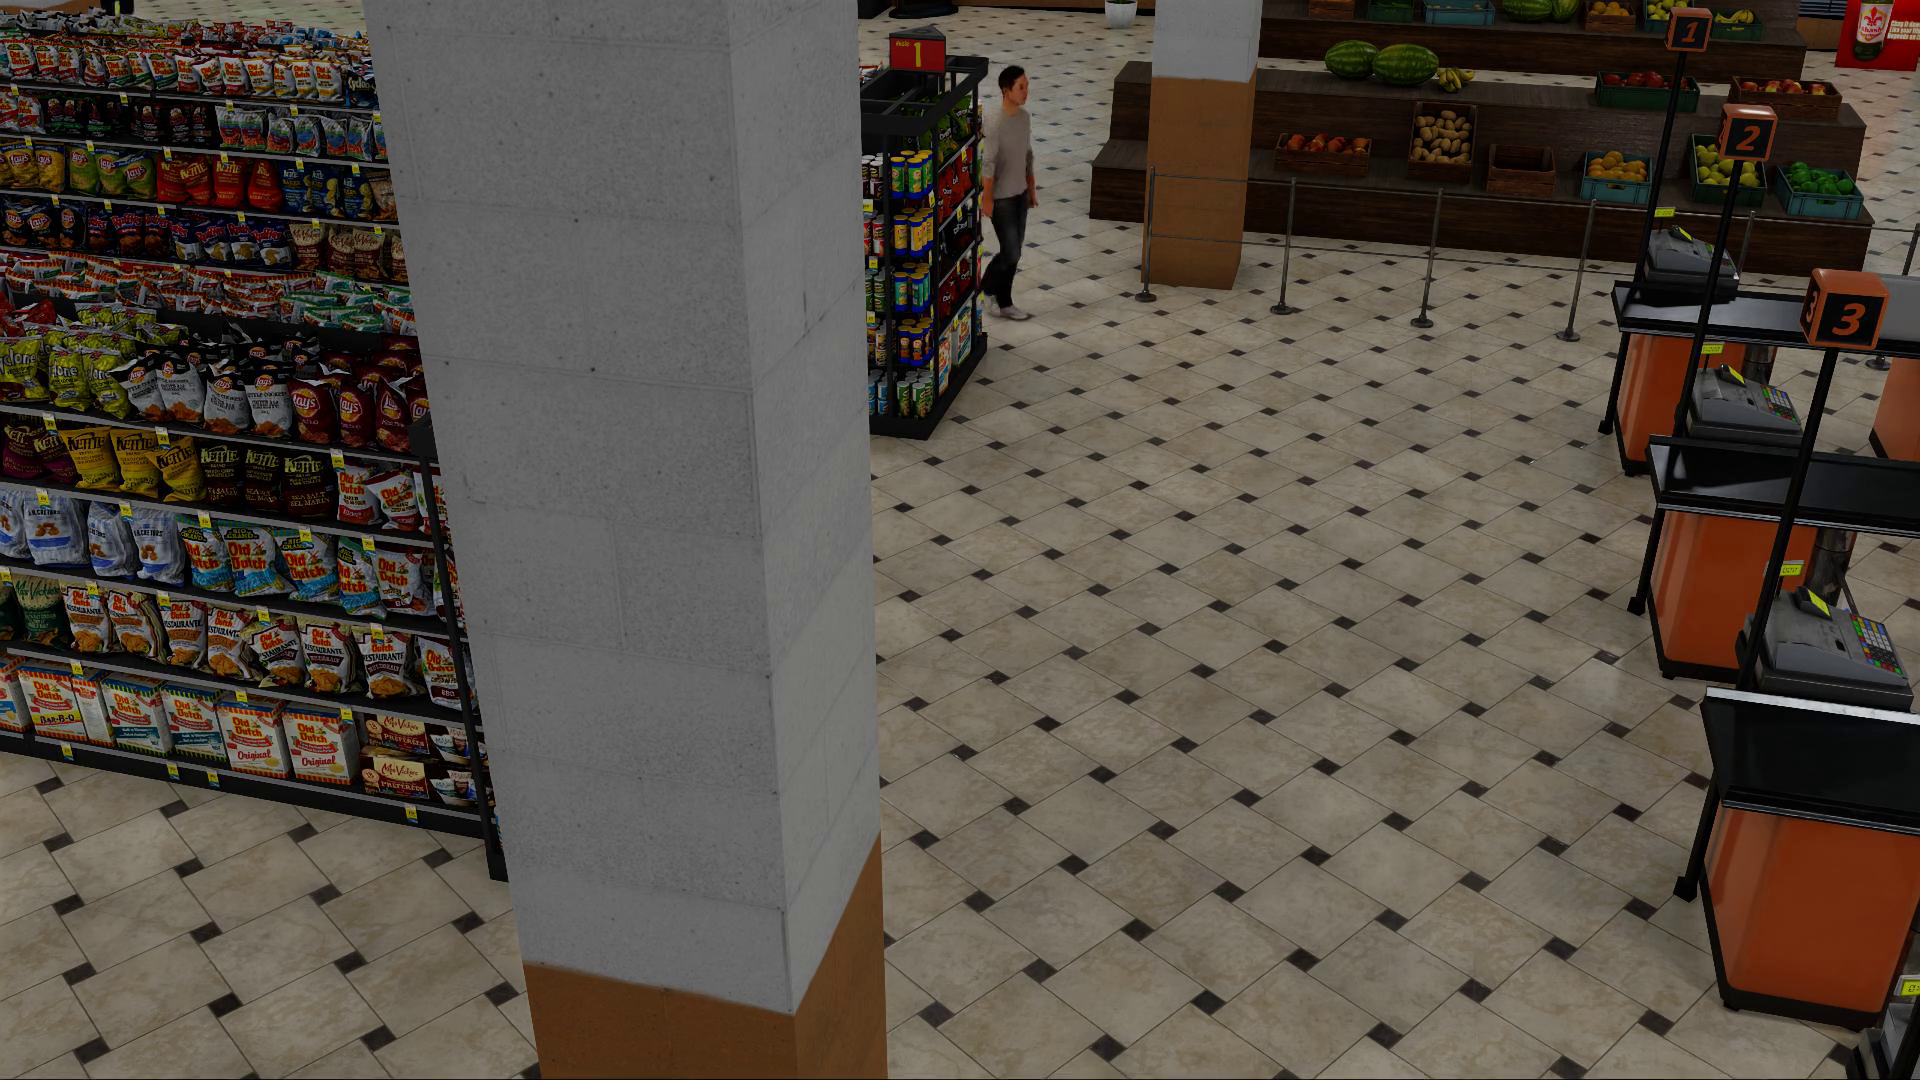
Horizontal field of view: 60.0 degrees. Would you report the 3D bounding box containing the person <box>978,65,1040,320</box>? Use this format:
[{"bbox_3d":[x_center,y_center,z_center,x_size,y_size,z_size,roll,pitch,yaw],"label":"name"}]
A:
[{"bbox_3d":[0.248,-2.425,11.674,0.778,1.802,0.762,19,34,30],"label":"person"}]
